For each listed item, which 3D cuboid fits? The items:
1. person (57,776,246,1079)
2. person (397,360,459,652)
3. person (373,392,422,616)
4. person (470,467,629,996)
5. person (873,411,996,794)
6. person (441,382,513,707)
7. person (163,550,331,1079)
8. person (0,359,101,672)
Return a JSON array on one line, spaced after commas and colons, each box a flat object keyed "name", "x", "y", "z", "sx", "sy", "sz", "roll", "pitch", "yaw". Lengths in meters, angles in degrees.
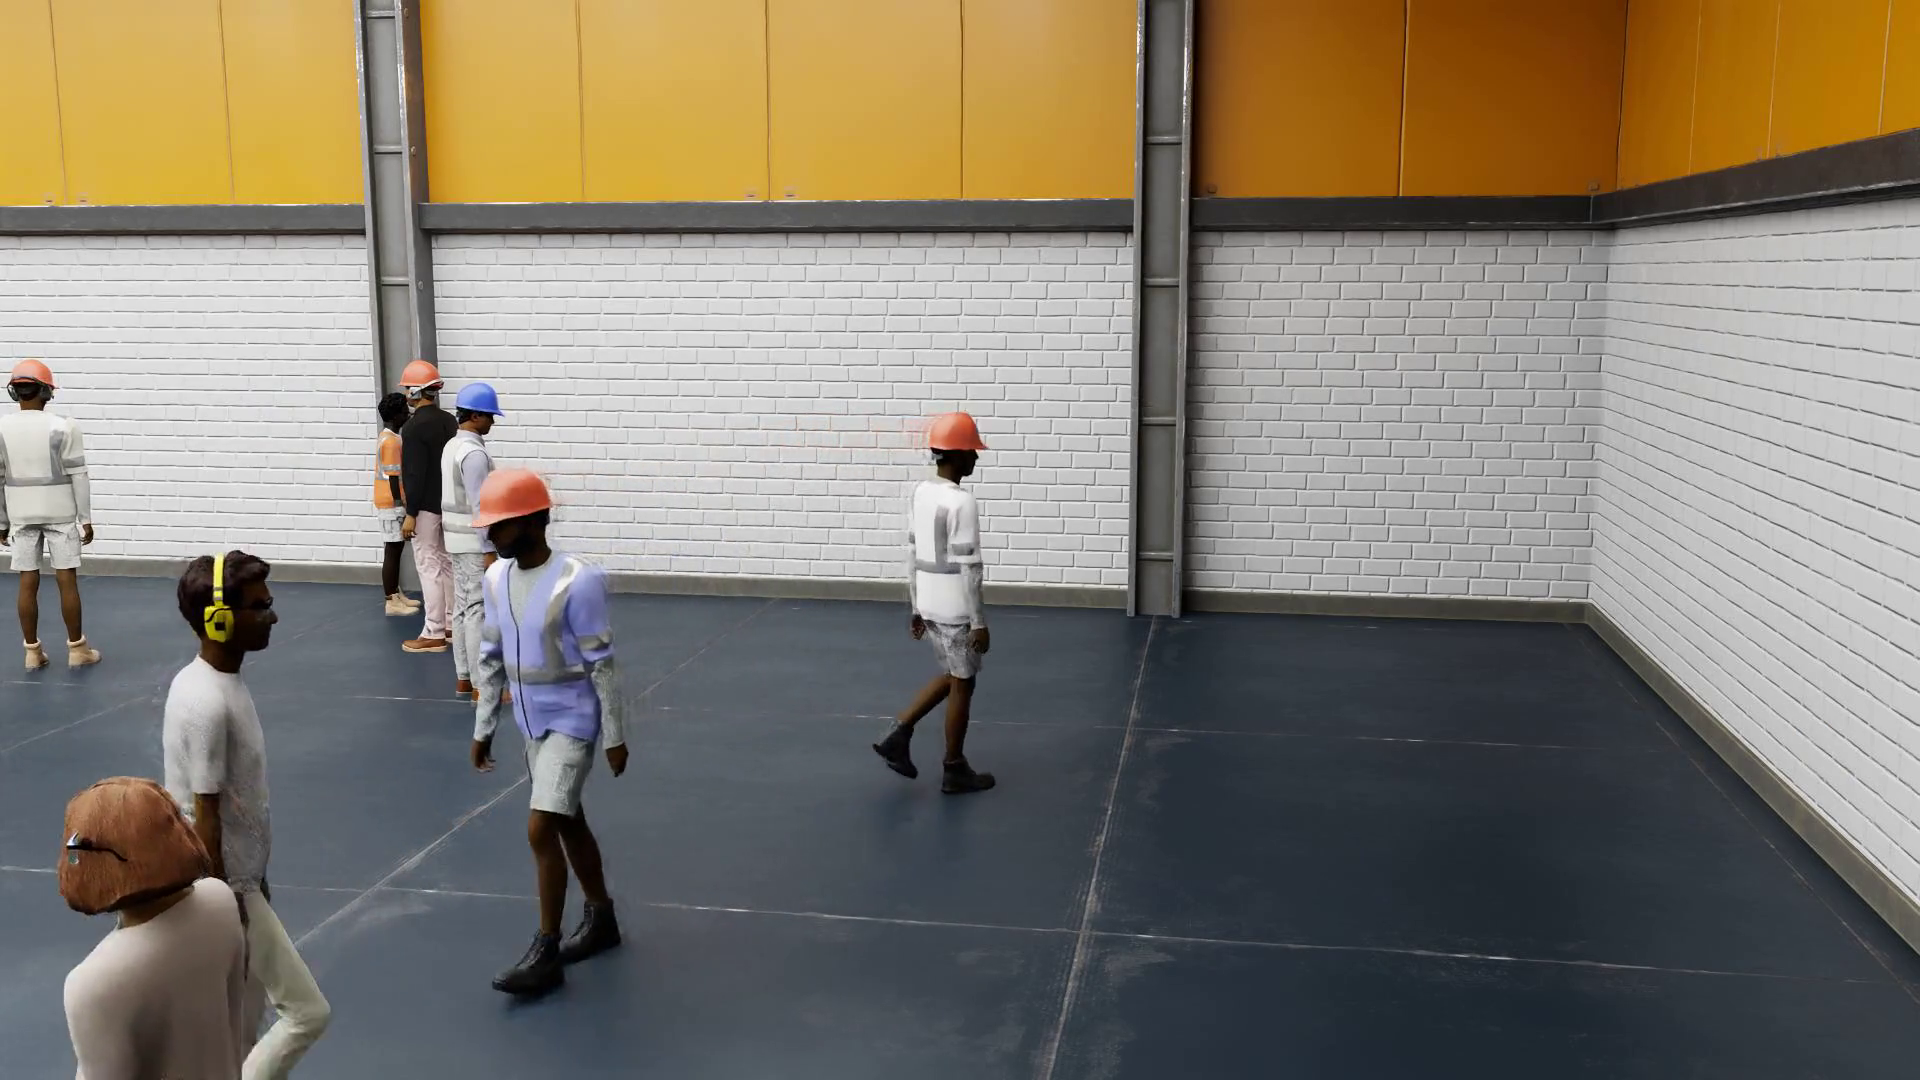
[{"name": "person", "x": -1.564, "y": 1.258, "z": 3.370, "sx": 0.574, "sy": 1.618, "sz": 0.510, "roll": 2, "pitch": 9, "yaw": 11}, {"name": "person", "x": -3.641, "y": -0.231, "z": 11.409, "sx": 0.381, "sy": 1.993, "sz": 0.622, "roll": 2, "pitch": 9, "yaw": 10}, {"name": "person", "x": -4.276, "y": -0.272, "z": 12.606, "sx": 0.320, "sy": 1.694, "sz": 0.532, "roll": -3, "pitch": 10, "yaw": -15}, {"name": "person", "x": -1.560, "y": 0.680, "z": 6.044, "sx": 0.558, "sy": 1.902, "sz": 0.760, "roll": 7, "pitch": 11, "yaw": 37}, {"name": "person", "x": -0.092, "y": 0.330, "z": 8.184, "sx": 0.514, "sy": 1.922, "sz": 0.551, "roll": -4, "pitch": 10, "yaw": -24}, {"name": "person", "x": -2.902, "y": 0.026, "z": 9.998, "sx": 0.395, "sy": 1.941, "sz": 0.601, "roll": -6, "pitch": 11, "yaw": -31}, {"name": "person", "x": -1.944, "y": 0.948, "z": 4.550, "sx": 0.385, "sy": 1.859, "sz": 0.549, "roll": -4, "pitch": 10, "yaw": -24}, {"name": "person", "x": -5.962, "y": -0.155, "z": 10.821, "sx": 0.605, "sy": 2.036, "sz": 0.383, "roll": -2, "pitch": 9, "yaw": -11}]
